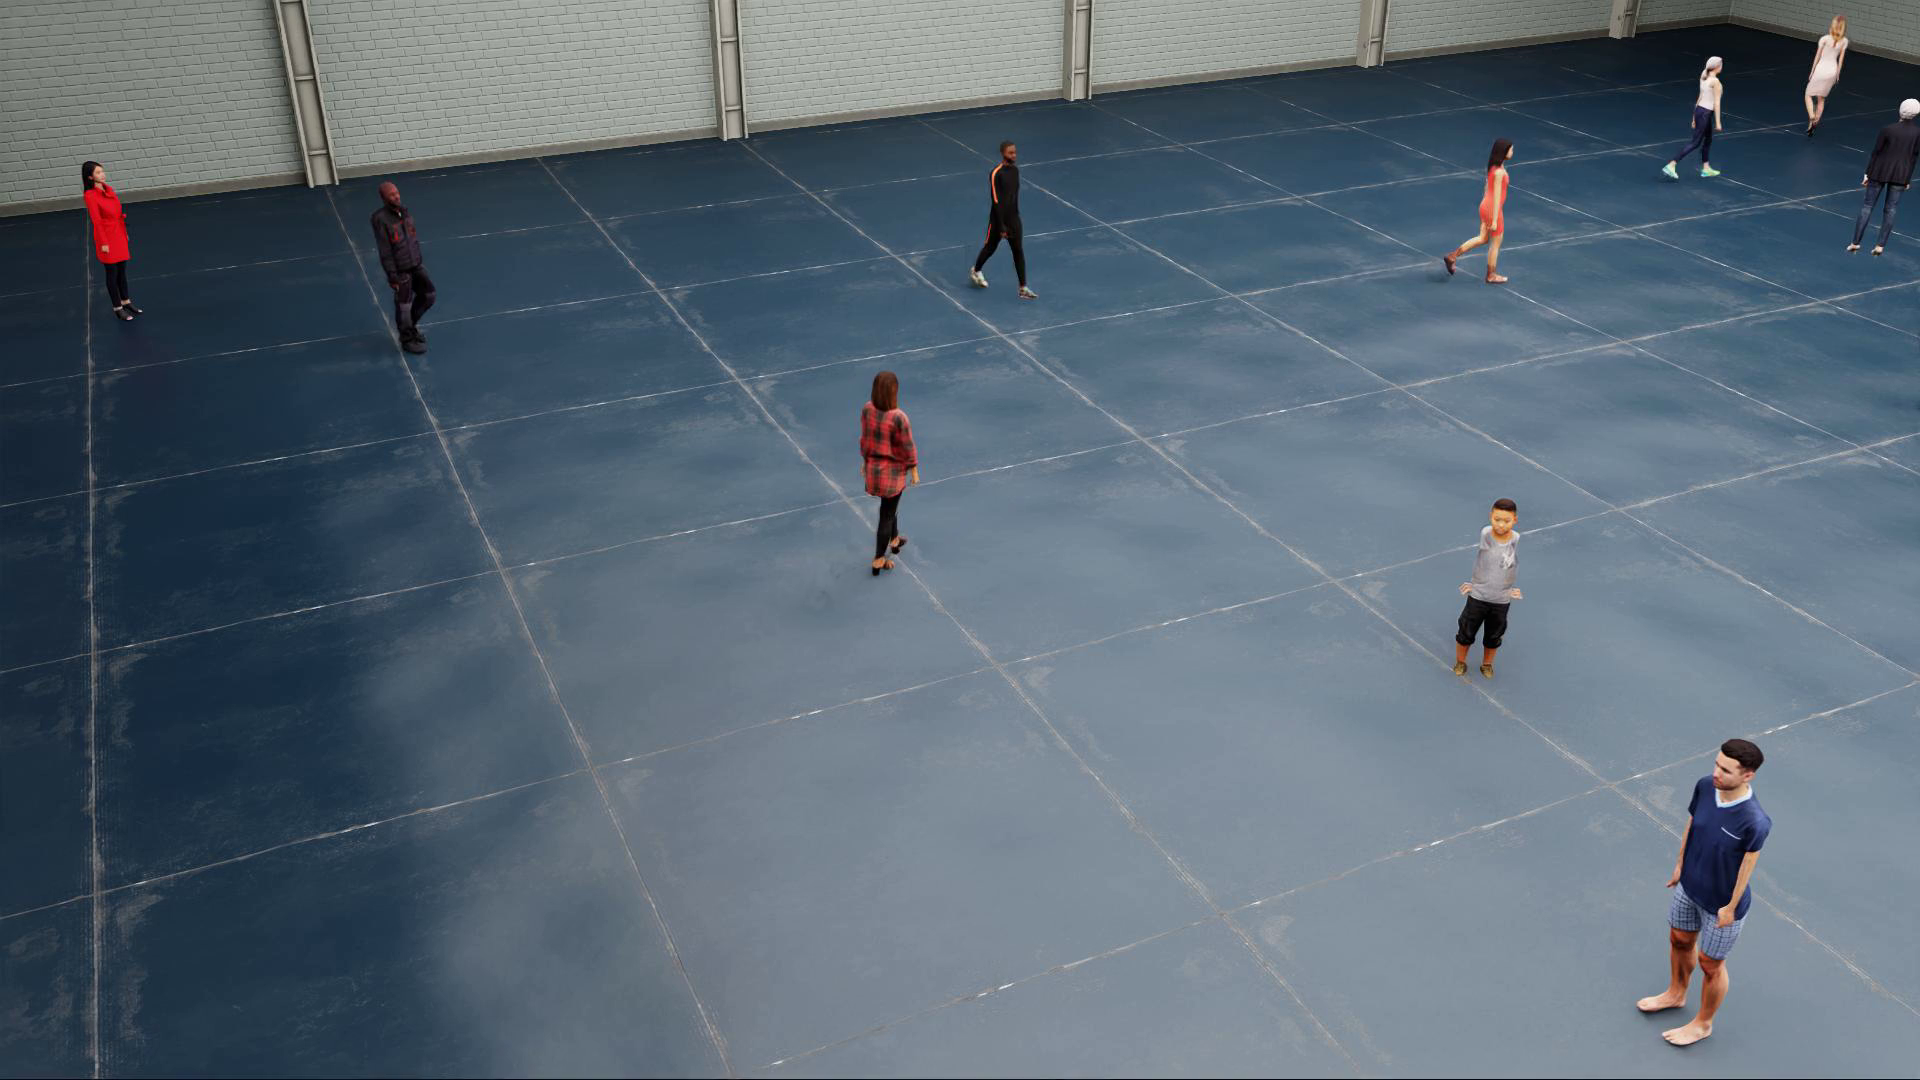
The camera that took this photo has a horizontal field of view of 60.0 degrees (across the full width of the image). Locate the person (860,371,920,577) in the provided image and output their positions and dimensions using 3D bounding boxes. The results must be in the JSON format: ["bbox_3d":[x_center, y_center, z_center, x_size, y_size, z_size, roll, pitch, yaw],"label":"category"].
[{"bbox_3d":[-0.633,-0.496,13.047,0.821,1.686,0.918,19,34,32],"label":"person"}]

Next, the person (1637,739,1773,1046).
[{"bbox_3d":[3.894,1.795,8.576,0.566,1.843,0.619,-10,30,-18],"label":"person"}]

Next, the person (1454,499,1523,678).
[{"bbox_3d":[3.763,0.310,11.778,0.612,1.455,0.709,5,28,10],"label":"person"}]

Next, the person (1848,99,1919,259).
[{"bbox_3d":[10.214,-4.013,18.355,0.823,1.782,0.783,12,30,21],"label":"person"}]

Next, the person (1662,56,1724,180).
[{"bbox_3d":[10.234,-5.807,23.033,1.216,1.672,0.928,-1,28,-1],"label":"person"}]

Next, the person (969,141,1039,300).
[{"bbox_3d":[0.416,-3.626,18.841,1.229,1.763,0.889,-23,35,-36],"label":"person"}]

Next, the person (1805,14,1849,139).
[{"bbox_3d":[13.019,-6.946,25.014,0.766,1.820,0.823,5,28,8],"label":"person"}]

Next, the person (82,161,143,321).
[{"bbox_3d":[-9.310,-3.287,18.221,0.764,1.747,0.729,2,28,4],"label":"person"}]

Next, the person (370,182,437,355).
[{"bbox_3d":[-5.891,-2.858,17.348,0.945,1.811,0.879,11,30,20],"label":"person"}]

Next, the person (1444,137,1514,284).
[{"bbox_3d":[6.041,-3.773,19.186,1.081,1.698,0.877,1,28,2],"label":"person"}]
